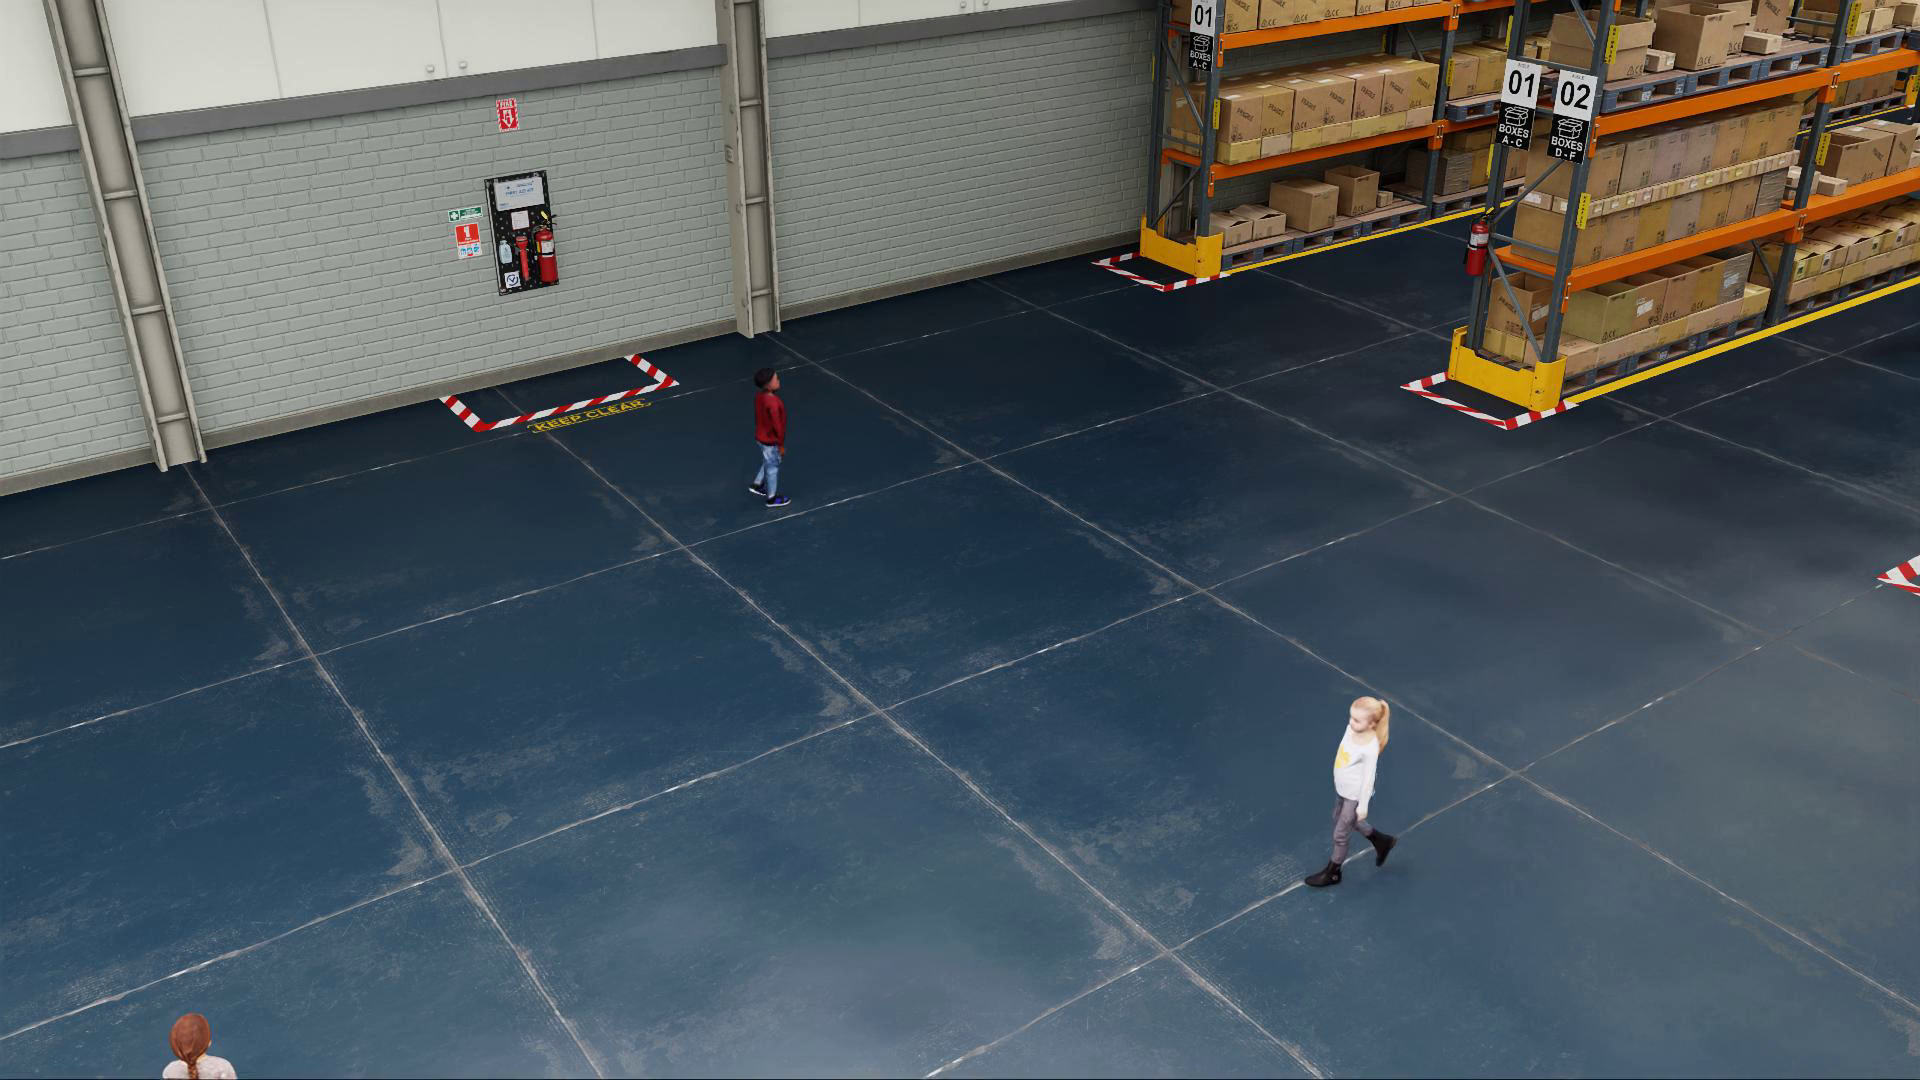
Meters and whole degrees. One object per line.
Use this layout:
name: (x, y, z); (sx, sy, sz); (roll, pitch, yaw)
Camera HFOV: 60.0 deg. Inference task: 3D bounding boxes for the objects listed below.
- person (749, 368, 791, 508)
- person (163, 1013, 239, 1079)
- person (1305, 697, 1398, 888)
person: (-1.669, -0.857, 14.094); (0.581, 1.250, 0.533); (-13, 30, -24)
person: (-3.346, 2.609, 7.423); (0.516, 1.194, 0.609); (-3, 27, -6)
person: (2.322, 1.443, 9.611); (0.867, 1.266, 0.699); (-5, 28, -9)
